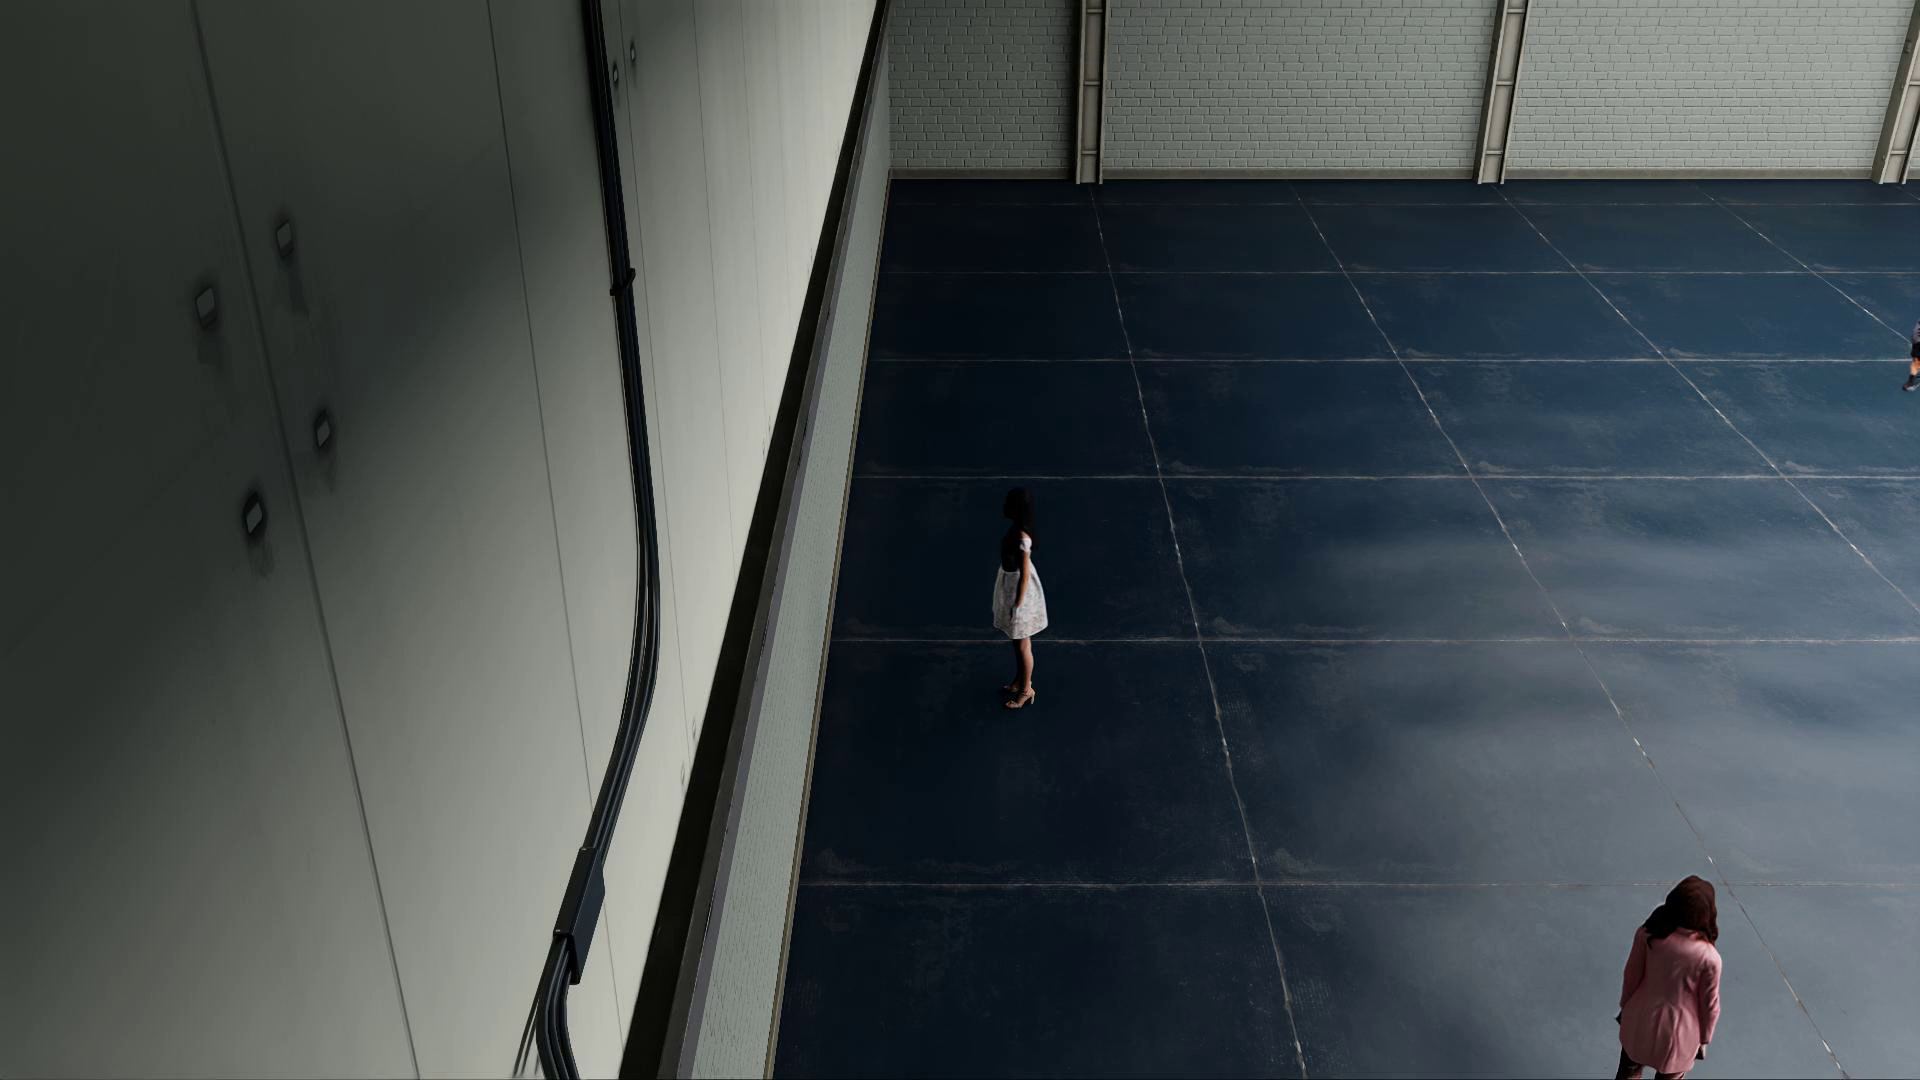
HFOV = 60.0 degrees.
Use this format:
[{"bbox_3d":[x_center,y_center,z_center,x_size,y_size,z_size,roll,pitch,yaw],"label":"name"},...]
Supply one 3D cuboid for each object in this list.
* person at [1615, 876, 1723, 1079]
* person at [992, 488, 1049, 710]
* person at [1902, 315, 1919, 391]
[{"bbox_3d":[3.513,2.440,8.345,0.656,1.803,0.744,20,34,33],"label":"person"},{"bbox_3d":[0.423,0.423,12.164,0.607,1.774,0.629,0,28,0],"label":"person"},{"bbox_3d":[10.299,-2.126,17.662,0.646,1.106,0.587,-25,37,-38],"label":"person"}]
